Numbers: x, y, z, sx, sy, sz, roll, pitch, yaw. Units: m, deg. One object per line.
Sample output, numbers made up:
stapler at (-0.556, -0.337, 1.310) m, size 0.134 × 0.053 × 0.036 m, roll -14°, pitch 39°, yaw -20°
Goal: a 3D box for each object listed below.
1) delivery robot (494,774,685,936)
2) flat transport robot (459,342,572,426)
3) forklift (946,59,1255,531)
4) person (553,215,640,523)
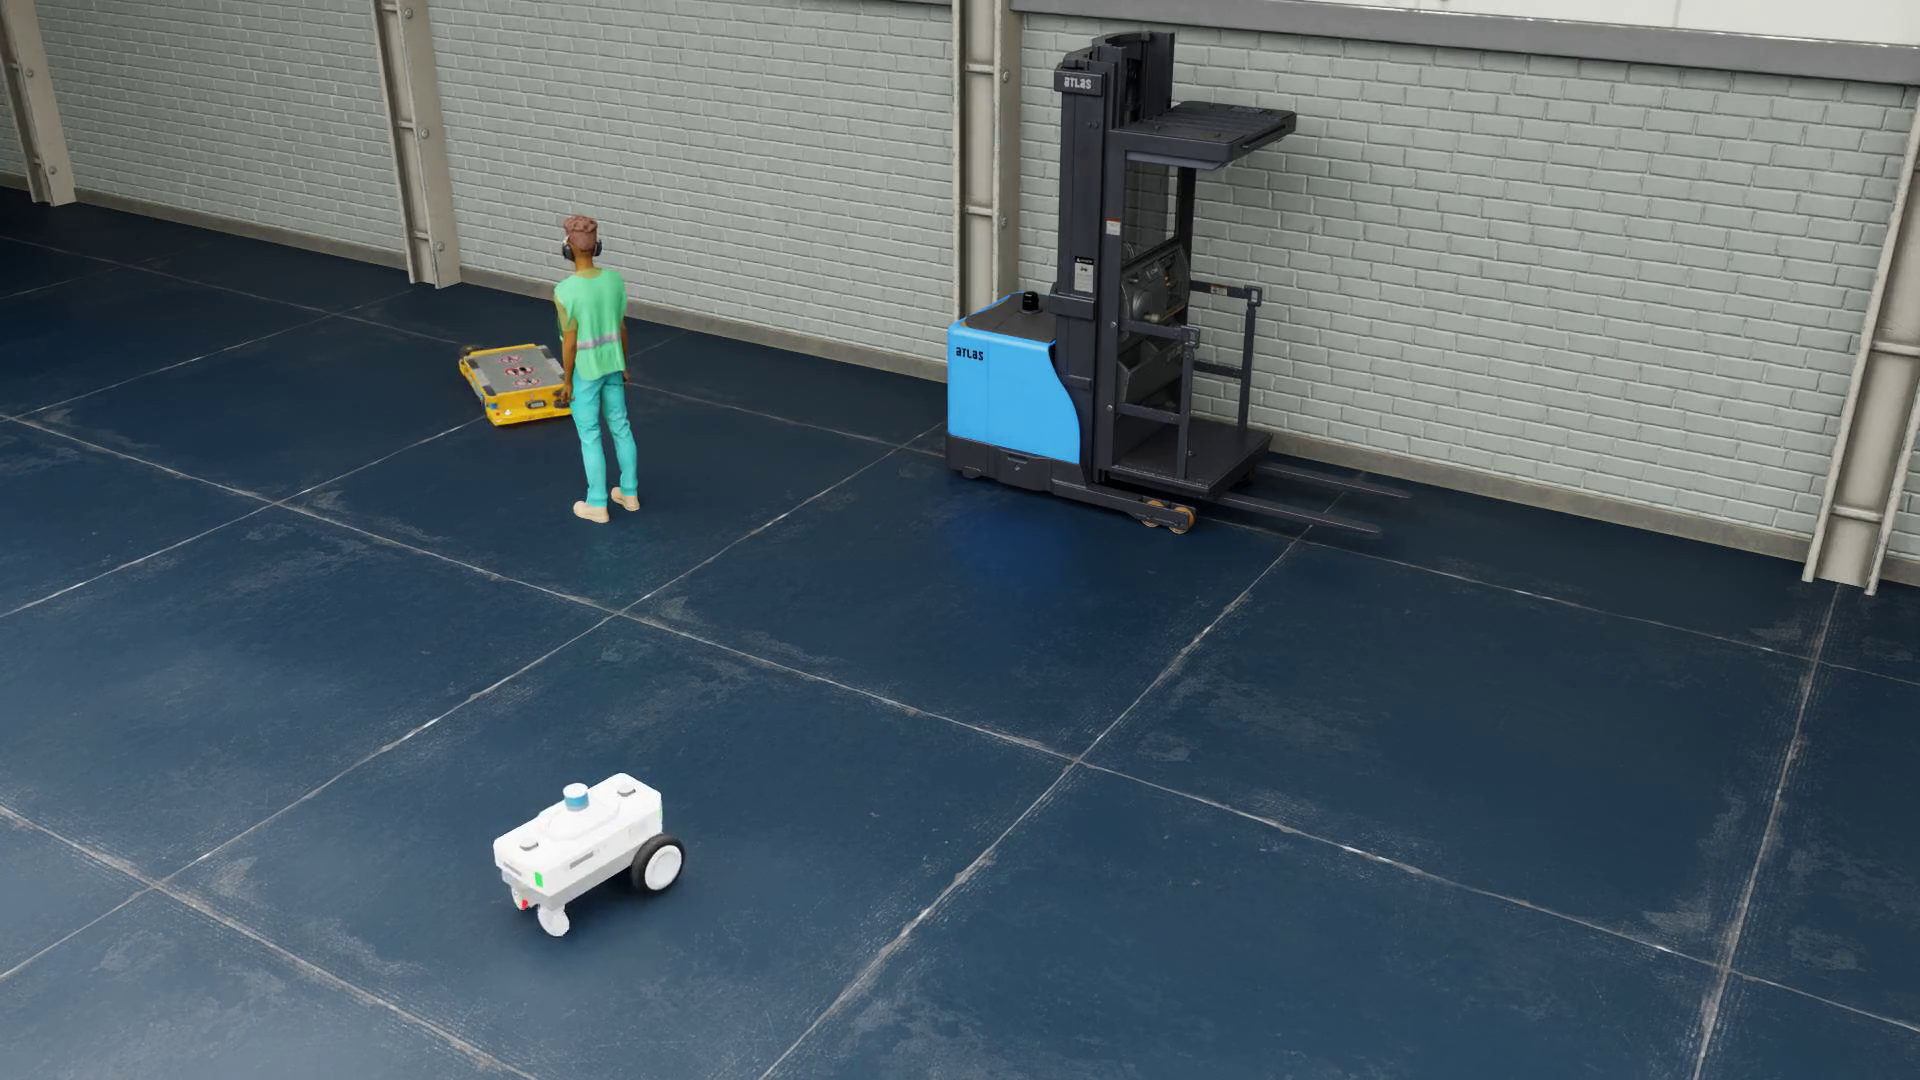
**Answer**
delivery robot at (-1.603, 1.315, 7.160) m, size 0.515 × 0.609 × 0.780 m, roll 20°, pitch 32°, yaw 36°
flat transport robot at (-3.420, -1.231, 12.862) m, size 0.659 × 0.231 × 1.431 m, roll -11°, pitch 28°, yaw -23°
forklift at (0.933, -1.707, 10.833) m, size 1.873 × 2.768 × 1.129 m, roll 15°, pitch 29°, yaw 28°
person at (-2.299, -1.067, 10.519) m, size 0.391 × 1.977 × 0.490 m, roll 22°, pitch 33°, yaw 39°
